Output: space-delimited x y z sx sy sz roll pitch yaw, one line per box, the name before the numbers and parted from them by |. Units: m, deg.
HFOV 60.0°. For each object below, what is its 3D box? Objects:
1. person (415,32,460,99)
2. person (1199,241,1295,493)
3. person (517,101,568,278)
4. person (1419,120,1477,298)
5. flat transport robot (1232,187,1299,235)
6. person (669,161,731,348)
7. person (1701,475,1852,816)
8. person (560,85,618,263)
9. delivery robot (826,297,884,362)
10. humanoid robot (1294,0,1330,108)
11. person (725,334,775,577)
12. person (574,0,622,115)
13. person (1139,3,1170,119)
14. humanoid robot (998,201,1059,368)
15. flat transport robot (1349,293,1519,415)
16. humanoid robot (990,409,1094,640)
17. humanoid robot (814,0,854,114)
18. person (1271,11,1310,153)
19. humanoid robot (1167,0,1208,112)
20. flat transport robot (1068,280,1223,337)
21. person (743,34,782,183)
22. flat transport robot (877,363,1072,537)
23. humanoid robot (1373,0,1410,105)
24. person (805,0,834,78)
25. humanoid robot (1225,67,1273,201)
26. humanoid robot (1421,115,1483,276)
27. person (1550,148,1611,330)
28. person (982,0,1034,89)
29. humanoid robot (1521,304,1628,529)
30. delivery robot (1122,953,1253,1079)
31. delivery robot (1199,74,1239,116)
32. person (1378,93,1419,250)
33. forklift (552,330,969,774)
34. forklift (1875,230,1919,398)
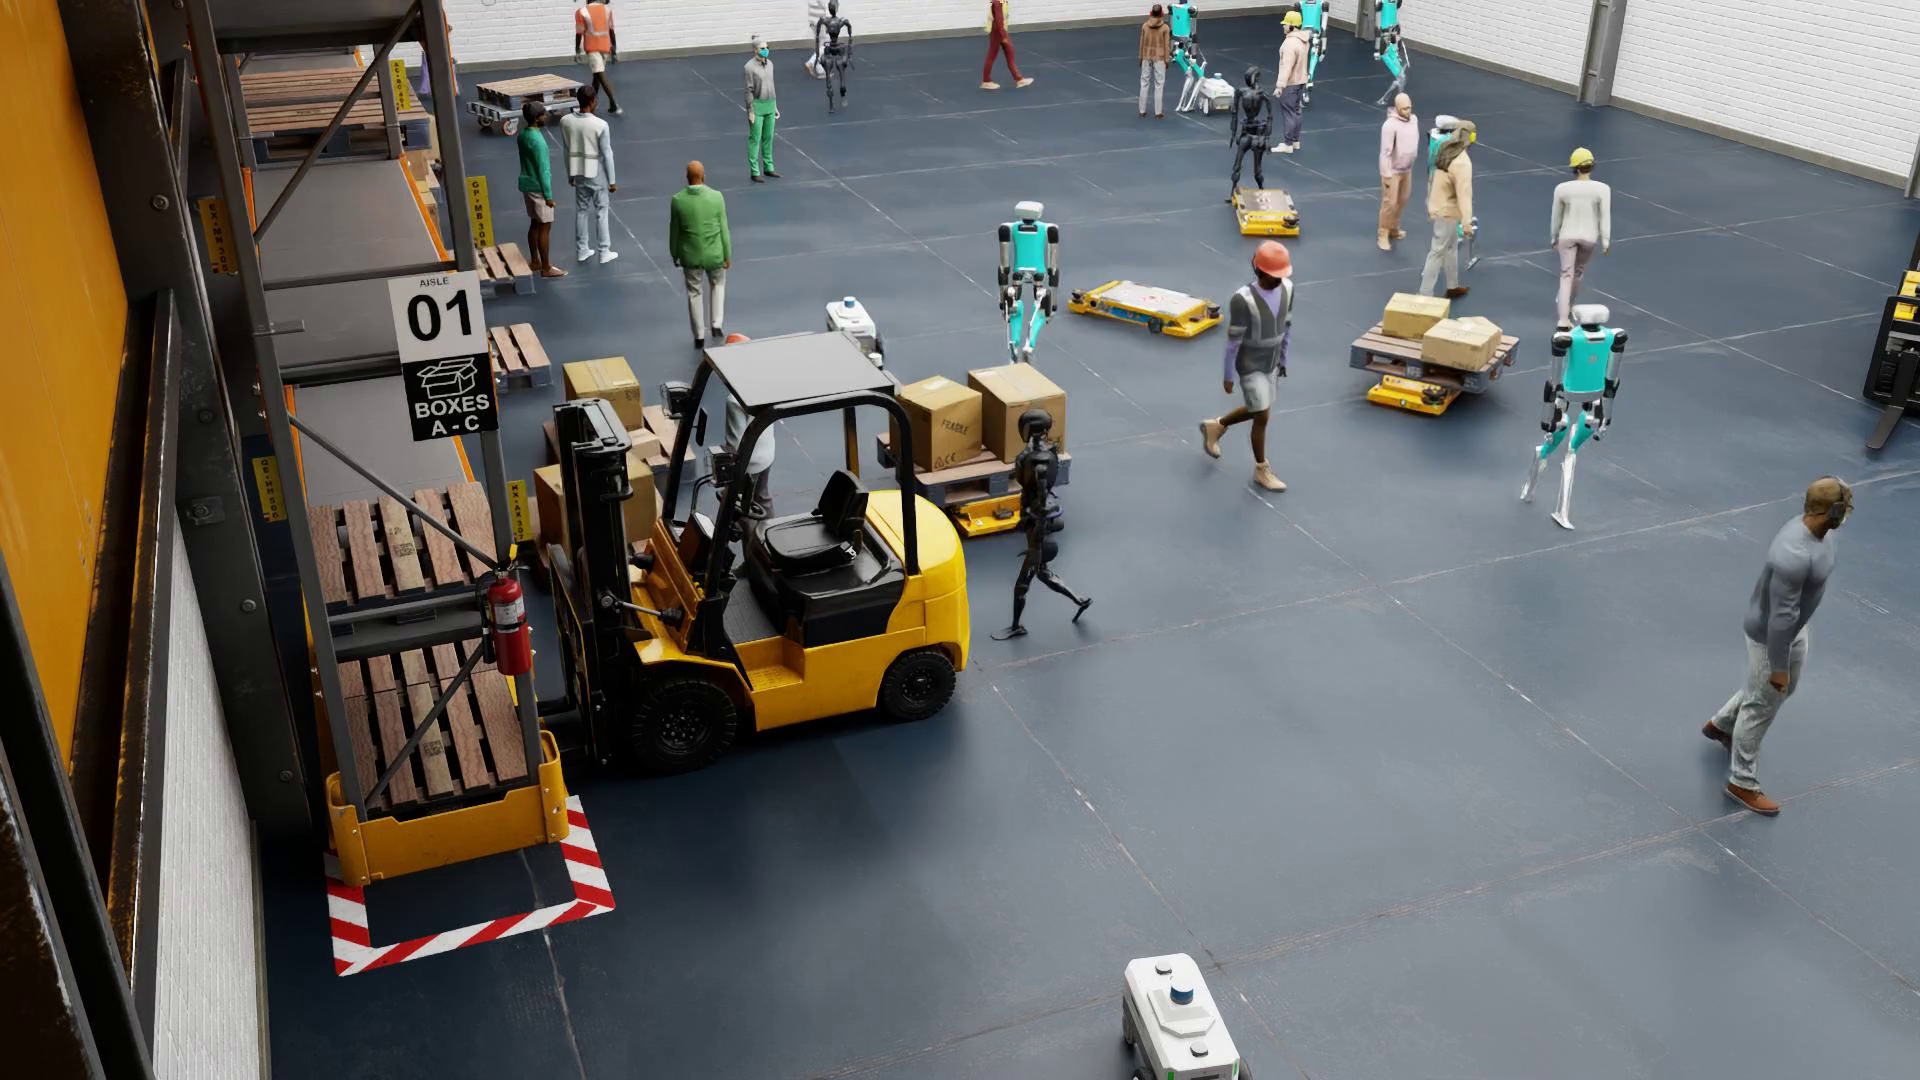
person | -8.214 -7.725 25.628 0.851 1.809 0.592 1 27 1
person | 2.232 -1.394 12.845 0.624 1.999 0.840 -19 33 -33
person | -4.480 -3.700 17.605 0.388 1.841 0.490 -18 32 -32
person | 5.021 -3.285 16.762 0.719 1.847 0.645 -2 27 -4
flat transport robot | 3.619 -3.906 19.757 0.659 0.231 1.431 2 27 3
person | -2.441 -2.686 15.650 0.576 1.768 0.473 -3 27 -7
person | 4.441 0.531 9.113 0.559 1.917 0.761 22 34 36
person | -4.012 -3.952 18.031 0.596 1.906 0.402 10 28 18
delivery robot | -1.025 -1.986 15.593 0.499 0.570 0.753 -7 28 -13
humanoid robot | 5.154 -7.316 24.907 0.576 1.719 0.969 12 29 22
person | -1.471 -0.589 11.524 0.351 1.737 0.571 9 28 17
person | -5.410 -7.322 24.730 1.019 1.911 0.608 22 34 37
person | 2.849 -7.040 24.458 0.462 1.646 0.321 10 28 18
humanoid robot | 0.543 -1.921 14.216 0.539 1.773 0.992 4 27 8
flat transport robot | 4.233 -1.486 14.943 0.659 0.231 1.431 17 31 30
humanoid robot | 0.553 -0.103 10.655 0.700 1.631 0.590 -4 27 -8
humanoid robot | -1.878 -7.239 24.813 0.612 1.643 0.462 1 27 2
person | 4.509 -6.213 22.583 0.437 1.859 0.808 14 30 26
humanoid robot | 3.433 -7.274 24.834 0.683 1.801 0.539 -22 34 -37
flat transport robot | 1.847 -2.323 16.609 1.431 0.231 0.659 20 33 34
person | -2.523 -5.511 21.205 0.340 1.838 0.514 20 33 34
flat transport robot | 0.082 -0.435 12.852 0.659 0.231 1.431 -11 29 -21
humanoid robot | 6.601 -7.339 25.009 0.548 1.814 0.919 -15 30 -27
person | -2.311 -8.386 26.890 0.580 1.864 0.607 -23 35 -38
humanoid robot | 3.572 -4.946 20.310 0.608 1.645 0.607 22 34 37
humanoid robot | 5.320 -3.642 17.629 0.976 1.772 0.526 -12 29 -22
person | 6.044 -2.947 16.248 0.566 1.691 0.896 7 28 14
person | 0.736 -7.969 26.204 0.882 1.731 0.502 8 28 15
humanoid robot | 4.436 -0.948 12.316 0.556 1.854 0.838 -2 27 -4
delivery robot | 0.966 2.190 7.314 0.499 0.596 0.795 -5 27 -10
delivery robot | 3.862 -6.677 24.969 0.499 0.612 0.805 -5 27 -10
person | 4.899 -4.137 18.574 0.716 1.747 0.451 -20 33 -34
forklift | -1.094 0.010 9.831 2.313 2.155 1.214 -10 28 -20
forklift | 9.029 -2.397 14.618 1.214 2.155 2.313 18 32 32
